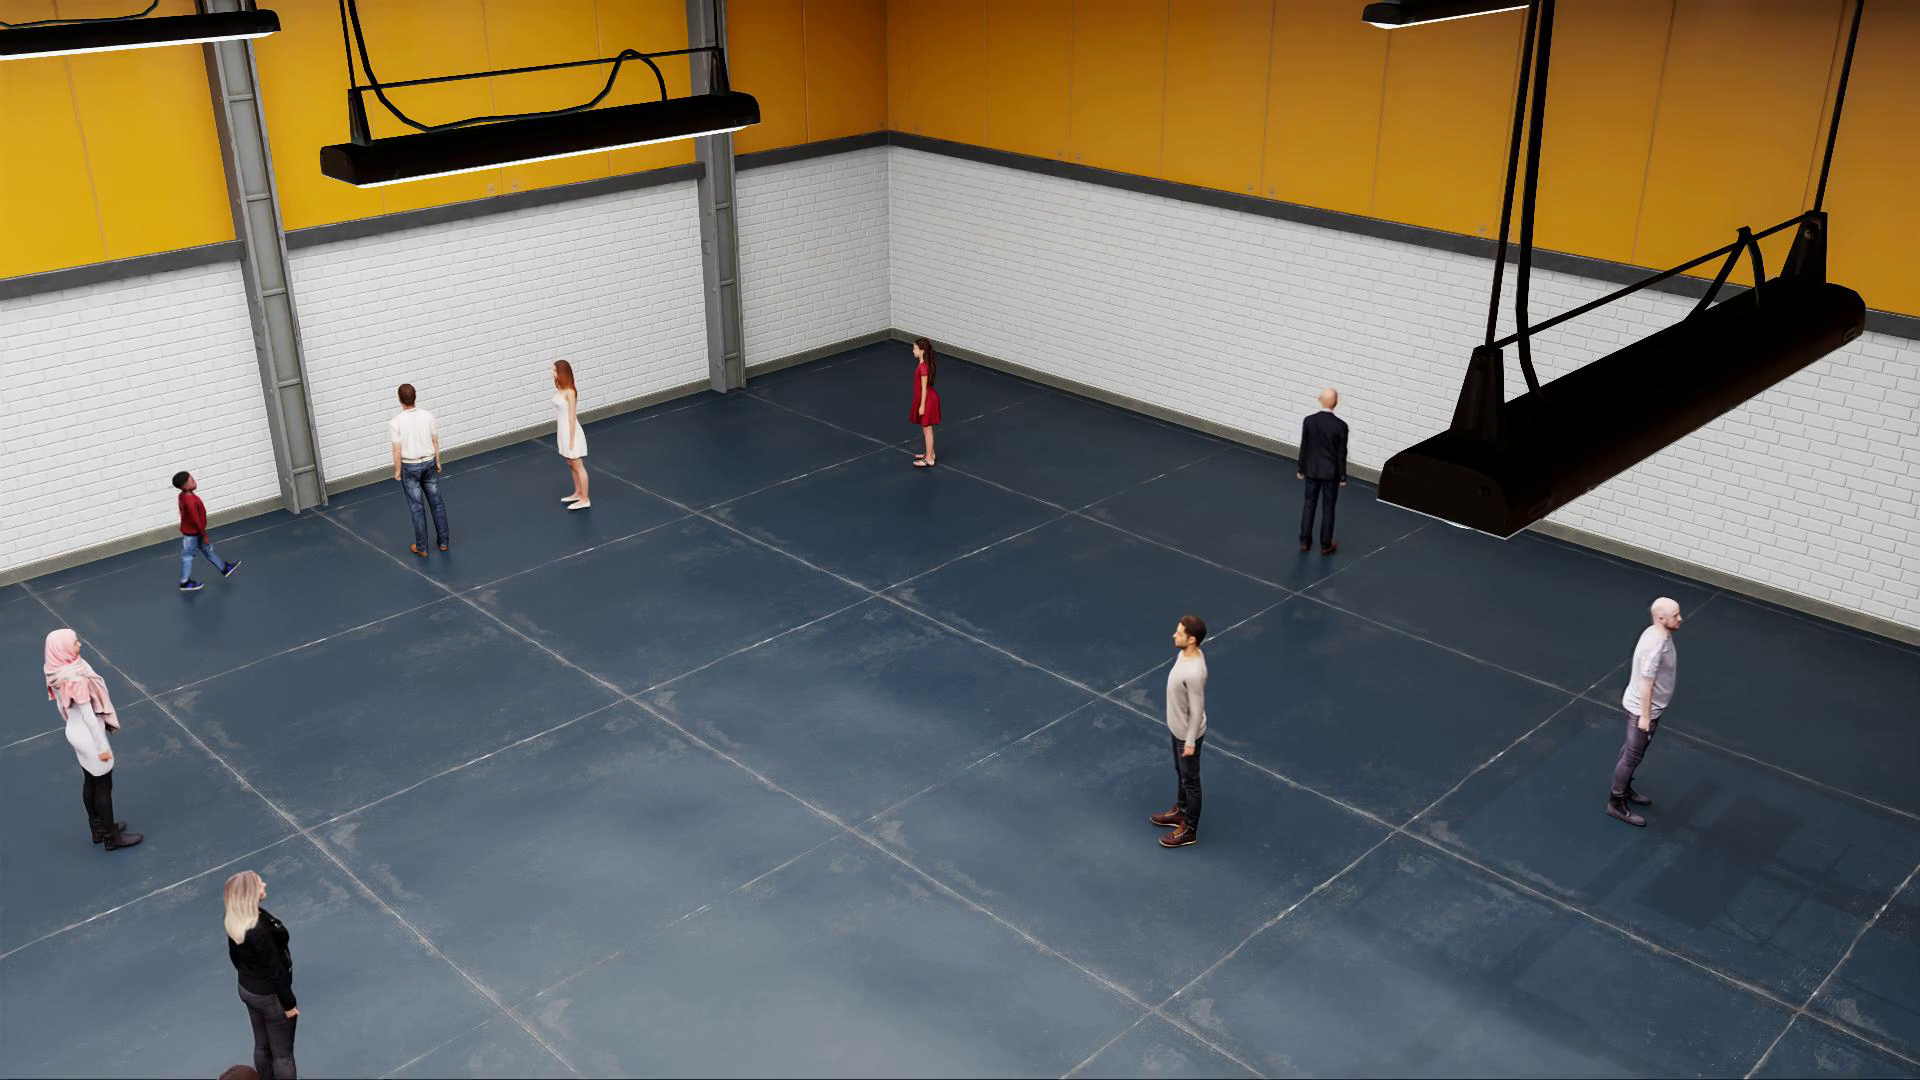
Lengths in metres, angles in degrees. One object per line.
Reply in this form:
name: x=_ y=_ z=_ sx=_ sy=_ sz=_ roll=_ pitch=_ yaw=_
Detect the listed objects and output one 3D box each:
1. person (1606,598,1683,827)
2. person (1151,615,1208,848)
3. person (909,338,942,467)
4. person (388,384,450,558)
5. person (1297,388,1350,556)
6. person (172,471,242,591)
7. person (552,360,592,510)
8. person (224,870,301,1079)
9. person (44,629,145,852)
person: x=5.253 y=1.269 z=12.758 sx=0.787 sy=1.830 sz=0.611 roll=12 pitch=27 yaw=26
person: x=1.691 y=1.408 z=12.396 sx=0.782 sy=1.866 sz=0.746 roll=-2 pitch=24 yaw=-5
person: x=-0.398 y=-1.657 z=19.800 sx=0.749 sy=1.551 sz=0.689 roll=0 pitch=24 yaw=0
person: x=-5.635 y=-0.743 z=17.330 sx=0.534 sy=1.856 sz=0.735 roll=-18 pitch=29 yaw=-36
person: x=3.785 y=-0.712 z=17.331 sx=0.748 sy=1.798 sz=0.703 roll=13 pitch=27 yaw=28
person: x=-7.709 y=-0.073 z=16.575 sx=0.885 sy=1.232 sz=0.623 roll=-15 pitch=28 yaw=-30
person: x=-4.336 y=-1.195 z=18.544 sx=0.590 sy=1.711 sz=0.610 roll=-13 pitch=27 yaw=-28
person: x=-4.072 y=2.665 z=9.745 sx=0.638 sy=1.686 sz=0.562 roll=17 pitch=29 yaw=34
person: x=-6.467 y=1.471 z=12.329 sx=0.638 sy=1.804 sz=0.600 roll=19 pitch=30 yaw=37
